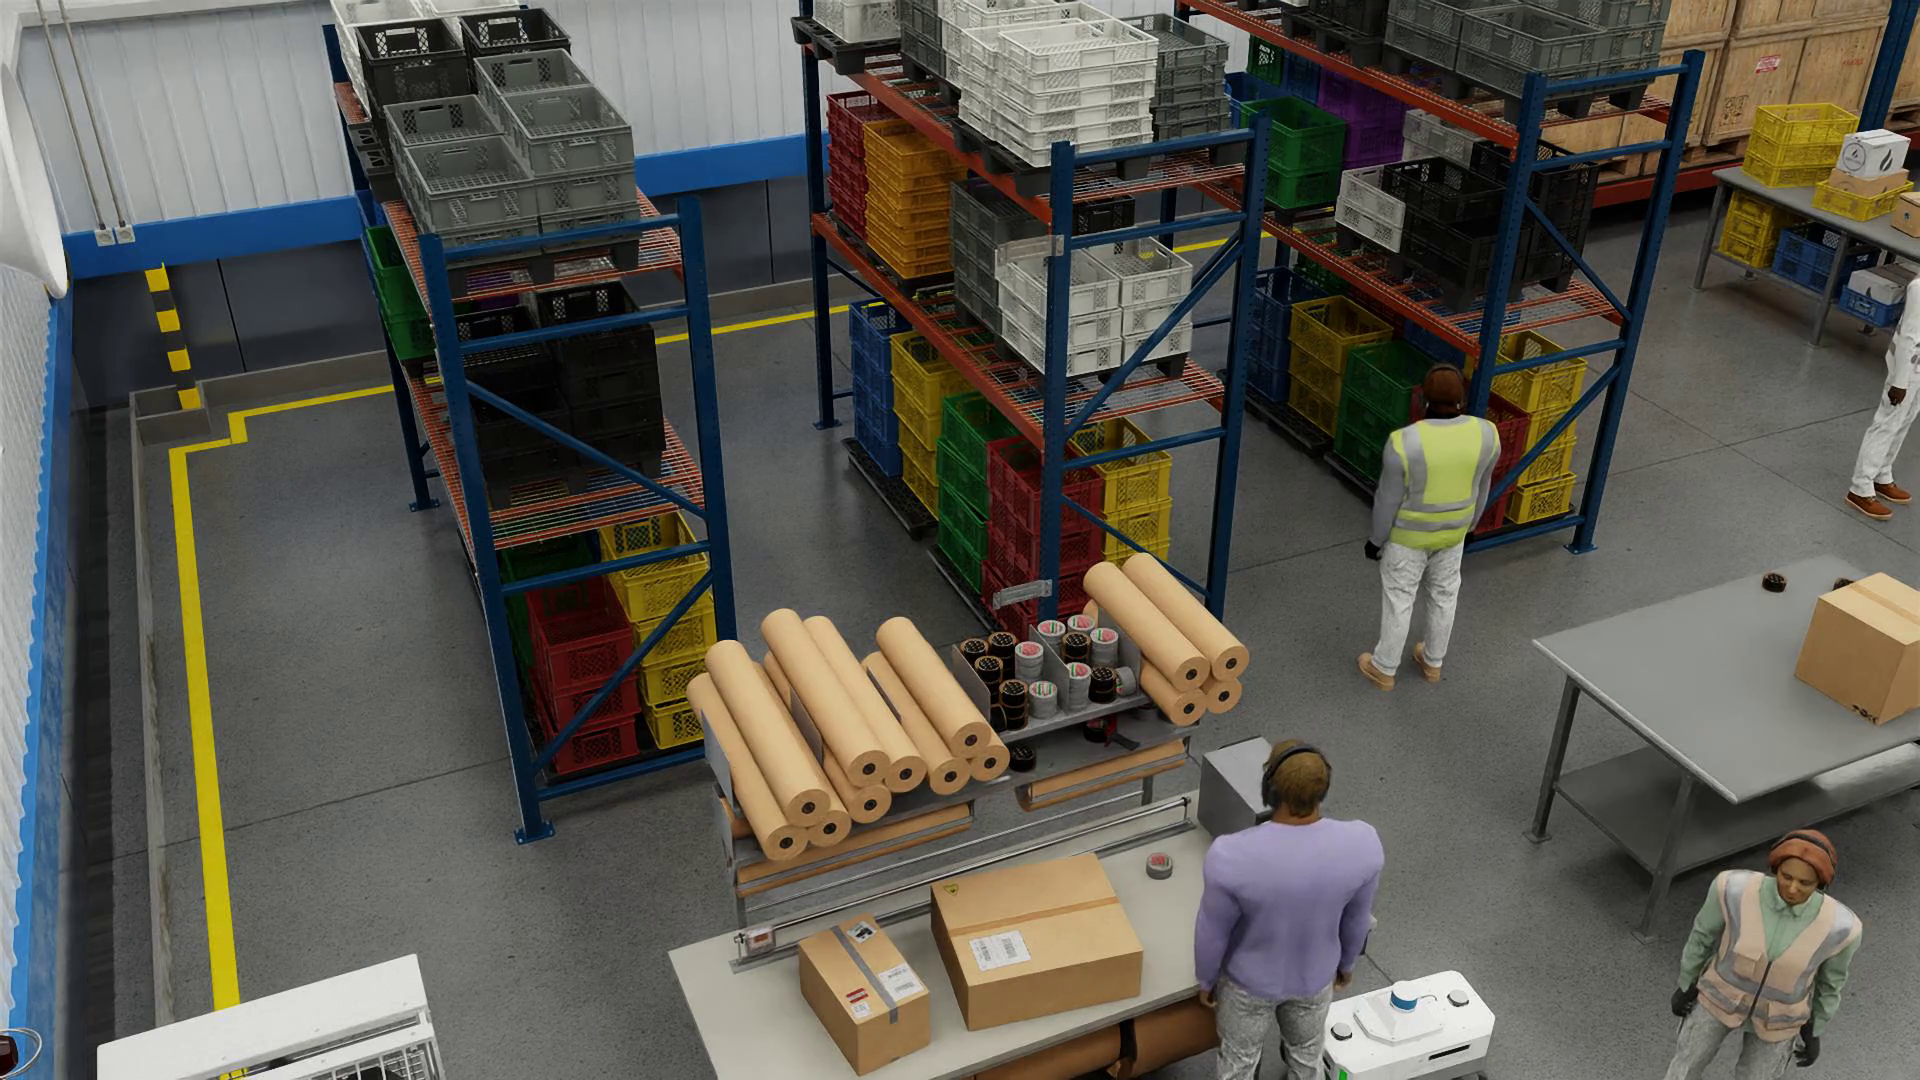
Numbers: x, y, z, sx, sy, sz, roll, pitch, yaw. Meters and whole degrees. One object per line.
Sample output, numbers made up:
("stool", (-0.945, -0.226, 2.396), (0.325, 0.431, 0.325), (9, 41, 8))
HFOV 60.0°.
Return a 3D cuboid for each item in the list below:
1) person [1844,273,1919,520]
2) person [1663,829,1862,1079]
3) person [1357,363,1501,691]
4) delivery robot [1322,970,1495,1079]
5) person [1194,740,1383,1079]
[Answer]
("person", (5.815, -1.037, 10.101), (0.575, 1.885, 0.355), (-24, 39, -34))
("person", (2.810, 1.675, 5.928), (0.520, 1.639, 0.310), (16, 35, 24))
("person", (2.378, -0.053, 8.548), (0.619, 1.839, 0.430), (-6, 32, -10))
("delivery robot", (1.702, 1.921, 6.470), (0.707, 0.478, 0.477), (-10, 33, -16))
("person", (1.123, 1.521, 5.906), (0.628, 1.931, 0.370), (-4, 32, -6))
